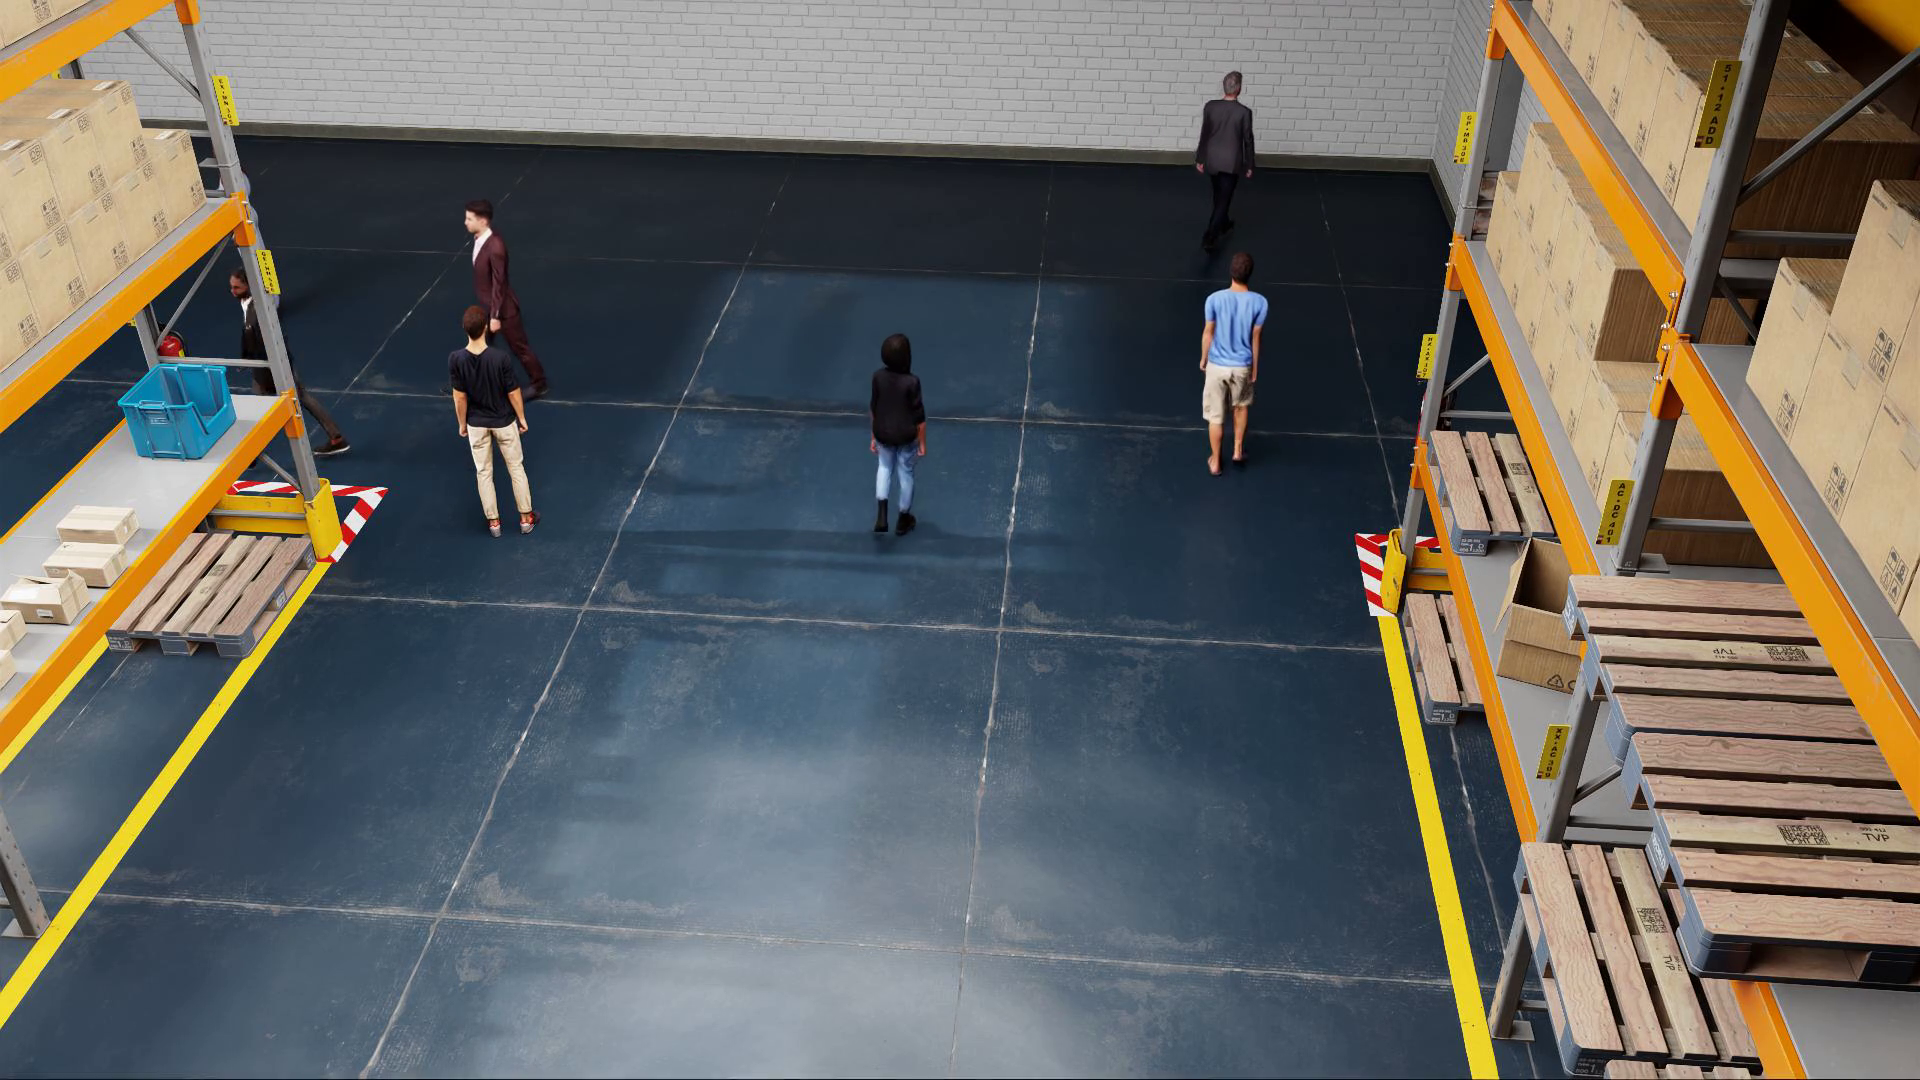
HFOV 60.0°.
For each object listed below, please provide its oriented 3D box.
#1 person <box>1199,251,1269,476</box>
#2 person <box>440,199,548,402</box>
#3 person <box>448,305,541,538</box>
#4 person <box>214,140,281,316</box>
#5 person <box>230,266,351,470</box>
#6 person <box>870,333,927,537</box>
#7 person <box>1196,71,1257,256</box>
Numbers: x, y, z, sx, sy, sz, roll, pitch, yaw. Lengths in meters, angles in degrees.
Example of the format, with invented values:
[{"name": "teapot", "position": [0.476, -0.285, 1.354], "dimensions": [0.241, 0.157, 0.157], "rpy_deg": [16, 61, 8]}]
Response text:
[{"name": "person", "position": [2.117, -1.326, 13.030], "dimensions": [0.637, 1.848, 0.665], "rpy_deg": [1, 34, 2]}, {"name": "person", "position": [-3.809, -1.991, 14.050], "dimensions": [1.166, 1.827, 1.185], "rpy_deg": [-18, 38, -25]}, {"name": "person", "position": [-3.477, -0.871, 12.338], "dimensions": [0.696, 1.857, 0.612], "rpy_deg": [-5, 34, -7]}, {"name": "person", "position": [-6.626, -2.888, 15.439], "dimensions": [0.685, 1.784, 0.524], "rpy_deg": [-8, 34, -11]}, {"name": "person", "position": [-5.326, -1.344, 13.158], "dimensions": [1.070, 1.736, 1.259], "rpy_deg": [-9, 35, -13]}, {"name": "person", "position": [-0.490, -0.709, 12.248], "dimensions": [0.641, 1.686, 0.778], "rpy_deg": [9, 35, 13]}, {"name": "person", "position": [2.633, -3.760, 16.741], "dimensions": [1.131, 1.794, 1.356], "rpy_deg": [20, 38, 27]}]
